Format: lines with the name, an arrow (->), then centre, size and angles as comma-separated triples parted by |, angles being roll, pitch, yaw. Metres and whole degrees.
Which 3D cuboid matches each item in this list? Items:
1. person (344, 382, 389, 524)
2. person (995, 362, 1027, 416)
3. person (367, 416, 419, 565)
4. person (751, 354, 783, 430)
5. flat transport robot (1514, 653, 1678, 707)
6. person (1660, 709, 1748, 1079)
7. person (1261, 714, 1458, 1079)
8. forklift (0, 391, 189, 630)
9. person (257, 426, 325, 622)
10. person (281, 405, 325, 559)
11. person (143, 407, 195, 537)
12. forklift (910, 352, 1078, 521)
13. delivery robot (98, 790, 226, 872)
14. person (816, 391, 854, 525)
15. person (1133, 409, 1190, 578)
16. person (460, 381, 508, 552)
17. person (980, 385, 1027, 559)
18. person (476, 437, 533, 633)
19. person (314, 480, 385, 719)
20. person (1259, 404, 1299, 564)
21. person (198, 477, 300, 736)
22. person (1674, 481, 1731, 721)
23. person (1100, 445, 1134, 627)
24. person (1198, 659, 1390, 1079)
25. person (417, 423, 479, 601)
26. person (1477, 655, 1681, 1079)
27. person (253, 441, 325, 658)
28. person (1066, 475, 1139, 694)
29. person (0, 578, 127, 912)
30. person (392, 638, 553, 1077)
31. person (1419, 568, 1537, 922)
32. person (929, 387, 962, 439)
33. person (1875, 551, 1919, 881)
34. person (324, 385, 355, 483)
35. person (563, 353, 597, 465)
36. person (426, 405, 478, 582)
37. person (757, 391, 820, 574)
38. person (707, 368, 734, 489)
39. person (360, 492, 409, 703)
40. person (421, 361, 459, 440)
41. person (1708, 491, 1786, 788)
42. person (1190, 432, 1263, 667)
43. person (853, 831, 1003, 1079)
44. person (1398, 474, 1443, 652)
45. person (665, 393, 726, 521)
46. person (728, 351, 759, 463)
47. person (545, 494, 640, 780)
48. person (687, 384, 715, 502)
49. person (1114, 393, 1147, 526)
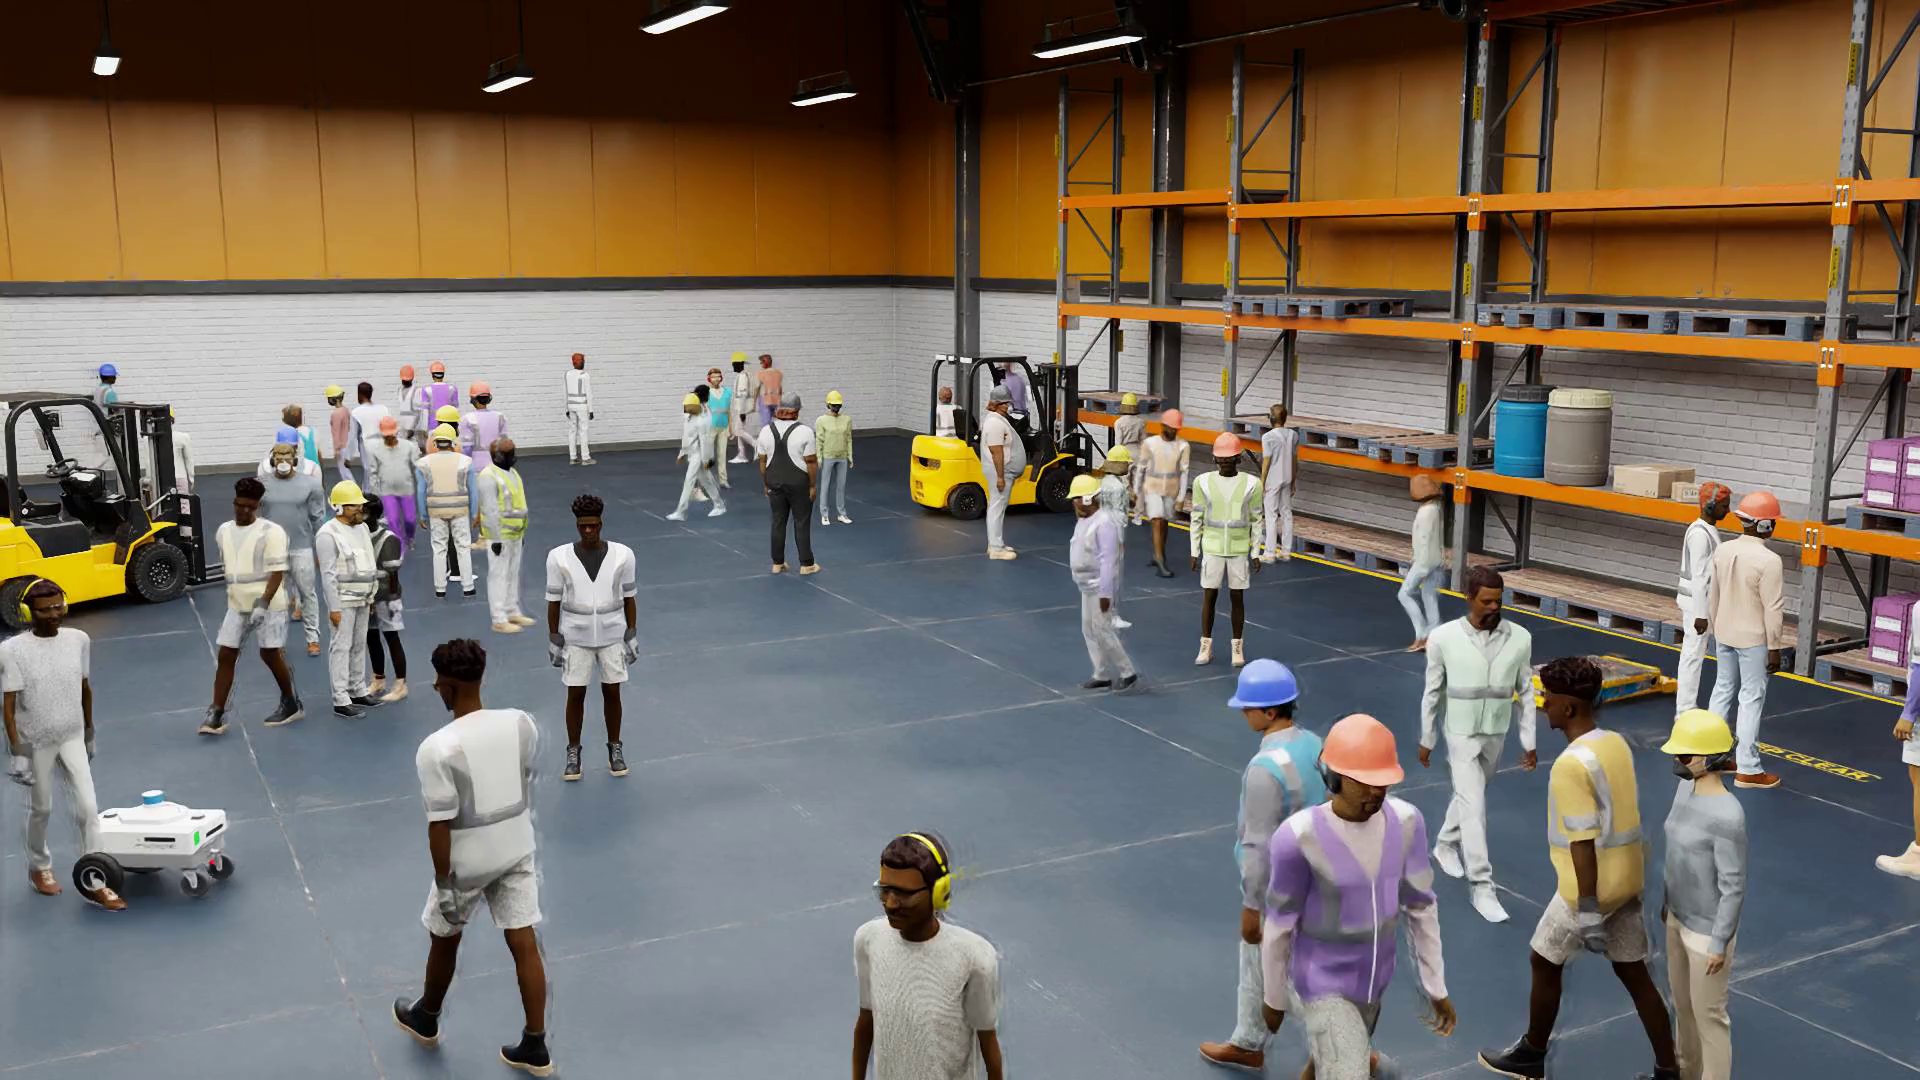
person -> -7.837, -1.154, 22.007 | 0.996, 1.862, 0.613 | 5, 11, 27
person -> 0.808, -1.966, 26.712 | 0.777, 1.868, 0.451 | -10, 14, -44
person -> -6.488, -0.590, 19.178 | 0.604, 1.717, 0.606 | -3, 10, -15
person -> -3.369, -2.402, 29.419 | 0.874, 1.796, 0.558 | 9, 13, 42
flat transport robot -> 5.068, 1.138, 13.402 | 1.431, 0.197, 0.652 | -6, 11, -31
person -> 2.972, 1.546, 6.760 | 0.330, 1.765, 0.533 | 0, 10, 1
person -> 1.432, 1.589, 5.899 | 0.616, 1.977, 1.074 | -5, 11, -26
forklift -> -9.026, -0.363, 16.508 | 1.214, 2.155, 2.313 | 6, 11, 29
person -> -6.598, -0.191, 16.405 | 0.620, 1.900, 1.013 | -1, 10, -7
person -> -7.649, -0.671, 19.339 | 0.397, 1.827, 0.518 | 5, 11, 27
person -> -9.415, -0.725, 19.830 | 0.533, 1.766, 0.317 | -5, 11, -28
forklift -> 0.460, -1.461, 22.833 | 2.313, 2.155, 1.214 | -5, 11, -28
delivery robot -> -4.513, 1.651, 9.339 | 0.707, 0.478, 0.477 | 0, 9, 5
person -> -1.642, -1.079, 21.865 | 0.530, 1.768, 0.312 | -6, 11, -29
person -> 2.242, -0.552, 18.577 | 0.594, 1.870, 0.965 | 0, 10, -2
person -> -5.715, -0.884, 19.945 | 0.391, 2.040, 0.615 | 9, 13, 42
person -> 0.511, -0.805, 19.496 | 0.539, 2.000, 0.688 | 0, 10, -2
person -> -4.299, -0.052, 15.739 | 0.429, 1.843, 0.626 | 2, 10, 10
person -> -4.711, 0.448, 12.879 | 0.404, 1.834, 0.591 | 2, 10, 11
person -> 3.654, -0.647, 19.154 | 0.515, 1.843, 0.333 | -5, 11, -28
person -> -5.310, 0.494, 12.374 | 0.620, 1.915, 0.783 | 3, 10, 15
person -> 5.549, 0.500, 12.429 | 0.356, 1.886, 0.574 | 5, 11, 25
person -> 1.492, -0.042, 15.966 | 0.325, 1.740, 0.492 | -2, 10, -12
person -> 1.412, 1.436, 6.979 | 0.824, 1.910, 0.622 | 6, 12, 31
person -> -5.261, -0.288, 17.128 | 0.600, 1.827, 0.403 | -2, 10, -12
person -> 2.718, 1.442, 7.011 | 0.625, 1.906, 0.856 | -9, 14, -43
person -> -5.921, 0.088, 14.686 | 0.627, 1.932, 0.373 | -2, 10, -12
person -> 1.123, 0.358, 13.524 | 0.530, 1.793, 0.594 | -3, 10, -16
person -> -4.960, 1.109, 9.099 | 0.826, 1.835, 0.535 | 8, 13, 39
person -> -2.174, 1.363, 7.342 | 0.977, 1.919, 0.615 | 8, 13, 40
person -> 2.872, 1.065, 9.240 | 0.608, 1.873, 0.995 | -2, 10, -10
person -> -0.199, -1.392, 24.024 | 0.513, 1.642, 0.313 | -2, 10, -12
person -> 5.570, 0.927, 9.515 | 0.615, 2.042, 0.375 | -5, 11, -28
person -> -8.557, -1.264, 22.983 | 0.353, 1.758, 0.539 | -1, 10, -5
person -> -6.411, -2.199, 27.991 | 0.585, 1.876, 0.337 | 5, 11, 28
person -> -5.548, -0.504, 18.091 | 0.594, 1.926, 0.366 | 8, 13, 40
person -> -1.877, -0.642, 18.560 | 0.681, 2.000, 0.536 | 4, 11, 21
person -> -3.685, -1.670, 25.036 | 0.570, 1.845, 0.380 | -7, 12, -34
person -> -4.657, 0.452, 13.277 | 0.539, 1.691, 0.319 | 6, 11, 30
person -> -7.850, -1.733, 25.141 | 0.552, 1.934, 0.363 | -5, 11, -28
person -> 5.298, 0.661, 11.191 | 0.377, 1.995, 0.608 | -3, 10, -16
person -> 2.294, 0.086, 14.362 | 0.615, 2.042, 0.376 | 2, 10, 11
person -> -0.125, 1.784, 5.099 | 0.555, 1.859, 0.418 | 5, 11, 28
person -> 4.130, 0.218, 14.831 | 0.390, 1.615, 0.497 | 5, 11, 27
person -> -3.539, -1.123, 22.313 | 0.915, 1.699, 0.484 | -6, 11, -29
person -> -3.637, -2.240, 28.132 | 0.527, 1.910, 0.599 | -1, 10, -7
person -> -2.493, 0.654, 11.314 | 0.614, 1.963, 0.362 | -3, 10, -16
person -> -3.769, -1.414, 24.006 | 0.421, 1.684, 0.576 | 4, 11, 21
person -> 2.204, -1.051, 21.767 | 0.493, 1.743, 0.299 | -5, 11, -28
